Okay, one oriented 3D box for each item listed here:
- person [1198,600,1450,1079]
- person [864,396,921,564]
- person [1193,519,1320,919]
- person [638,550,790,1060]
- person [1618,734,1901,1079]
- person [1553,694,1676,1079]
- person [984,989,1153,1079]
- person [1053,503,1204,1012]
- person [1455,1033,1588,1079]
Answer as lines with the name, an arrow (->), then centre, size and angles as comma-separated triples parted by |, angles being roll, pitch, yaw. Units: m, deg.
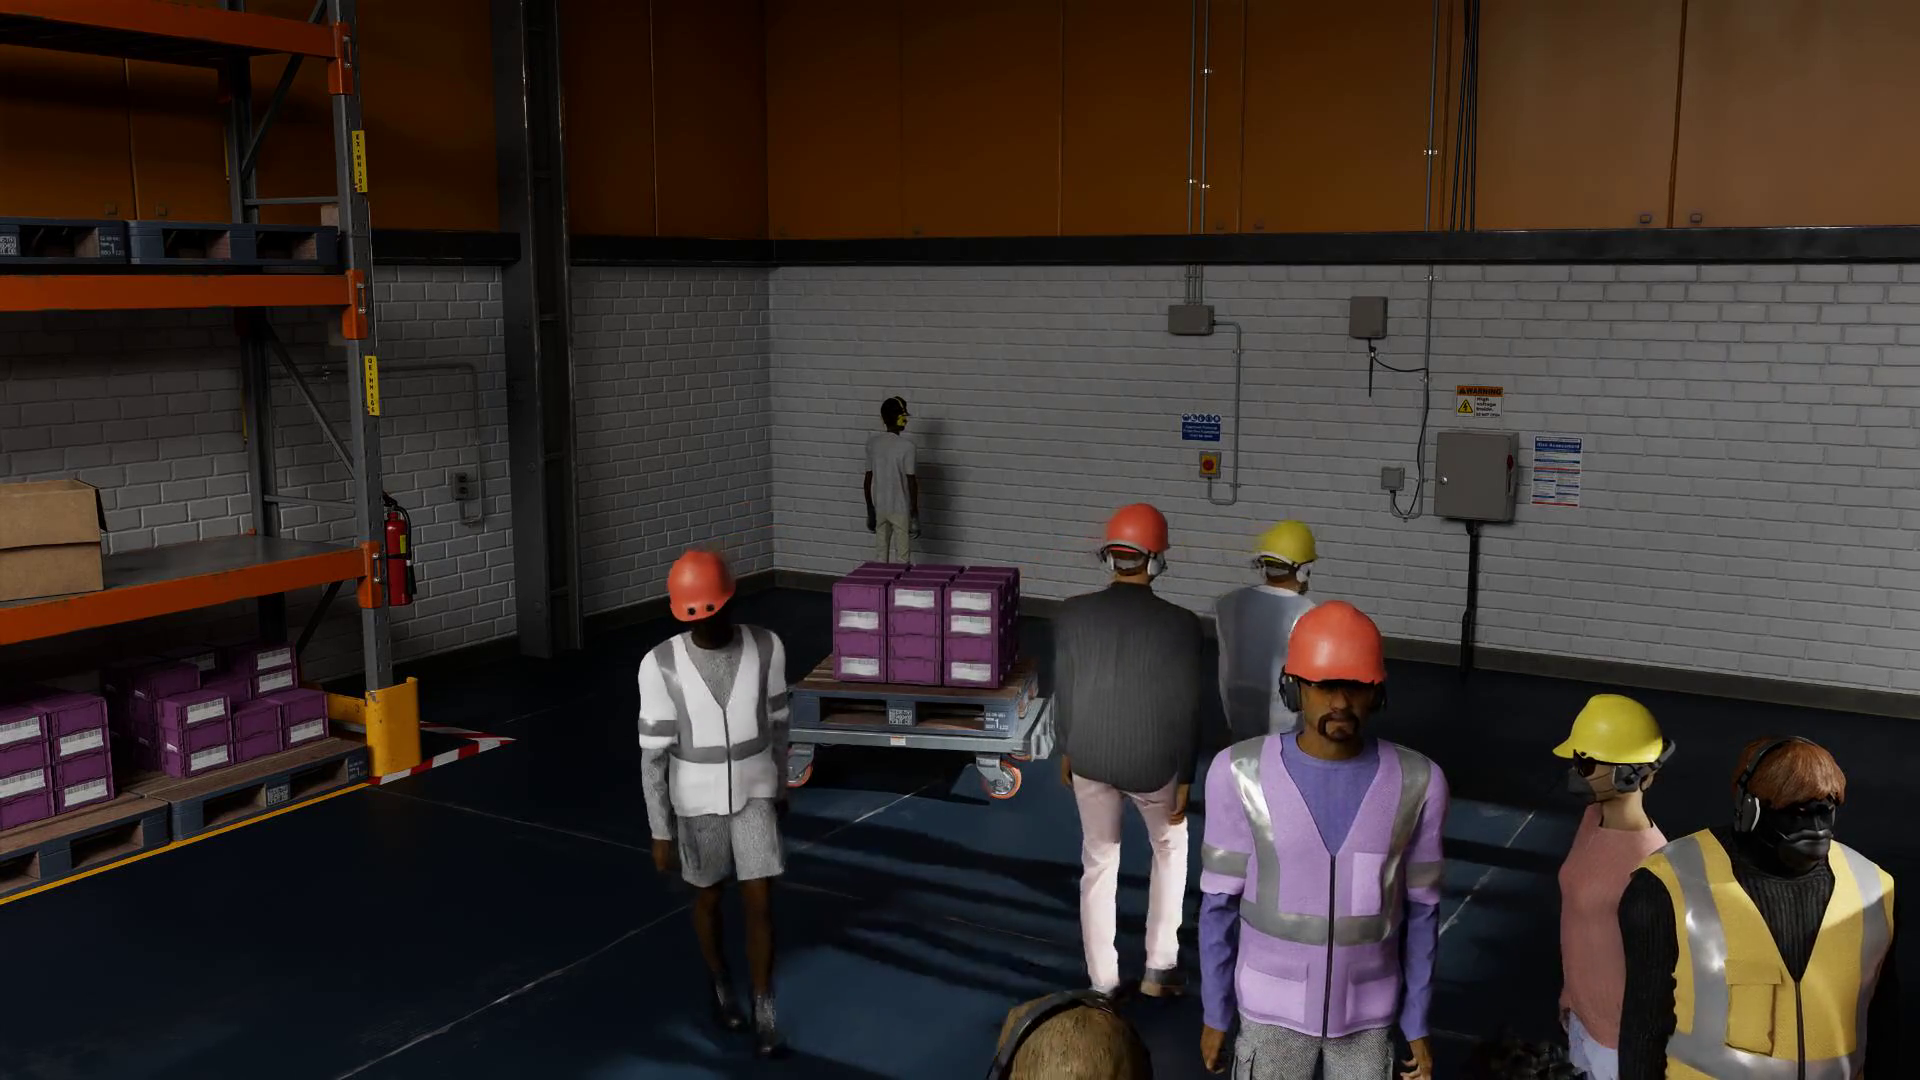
person -> 0.902, 1.158, 4.172 | 0.608, 2.048, 0.364 | 1, 9, 3
person -> -0.530, -0.205, 13.228 | 0.517, 1.873, 0.334 | 6, 11, 33
person -> 1.336, 0.804, 7.153 | 0.601, 1.804, 0.852 | 8, 12, 39
person -> -0.873, 0.940, 6.020 | 0.569, 1.882, 0.729 | -3, 10, -18
person -> 1.805, 1.331, 3.778 | 0.618, 1.836, 0.430 | 0, 9, 2
person -> 1.686, 1.268, 4.358 | 0.327, 1.769, 0.525 | 1, 9, 4
person -> 0.113, 1.516, 2.288 | 0.635, 1.937, 0.355 | -6, 11, -31
person -> 0.653, 0.838, 6.409 | 0.616, 1.973, 0.614 | 3, 10, 20
person -> 0.858, 1.593, 2.614 | 0.555, 1.651, 0.839 | 4, 10, 25
